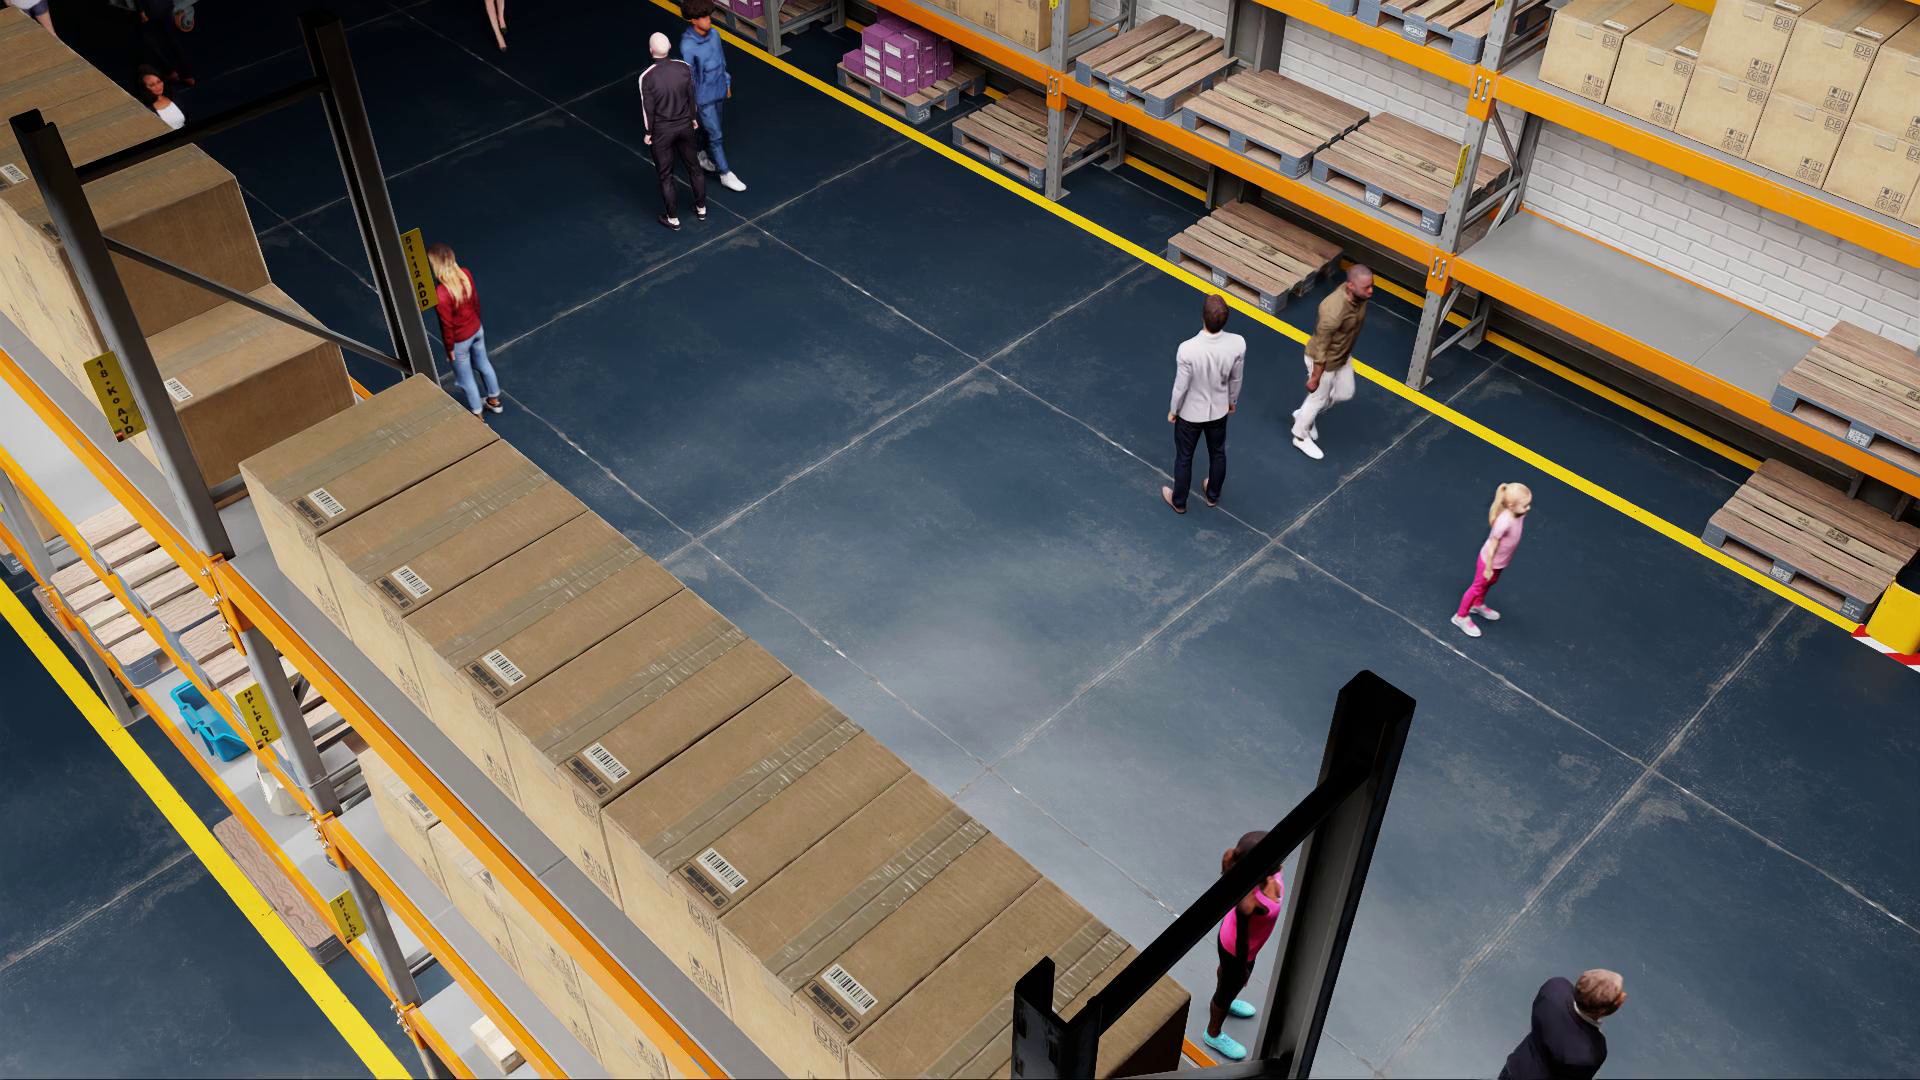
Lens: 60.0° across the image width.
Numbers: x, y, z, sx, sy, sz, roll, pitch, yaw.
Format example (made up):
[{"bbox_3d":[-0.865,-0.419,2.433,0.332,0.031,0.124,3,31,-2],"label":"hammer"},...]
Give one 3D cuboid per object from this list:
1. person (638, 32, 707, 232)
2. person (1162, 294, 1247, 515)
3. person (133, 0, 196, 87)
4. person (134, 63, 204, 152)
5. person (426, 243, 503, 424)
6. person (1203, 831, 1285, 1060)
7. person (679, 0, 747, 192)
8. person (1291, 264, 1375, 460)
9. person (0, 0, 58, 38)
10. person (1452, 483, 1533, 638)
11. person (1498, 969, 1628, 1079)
[{"bbox_3d":[-2.530,-3.599,14.650,0.705,1.837,0.628,-26,49,-25],"label":"person"},{"bbox_3d":[1.739,-0.957,11.865,0.766,1.853,0.766,-10,45,-10],"label":"person"},{"bbox_3d":[-7.941,-5.300,16.527,0.783,1.711,0.771,15,46,15],"label":"person"},{"bbox_3d":[-6.995,-3.485,14.696,0.811,1.608,0.771,19,47,19],"label":"person"},{"bbox_3d":[-3.779,-1.560,12.657,0.659,1.634,0.669,14,45,14],"label":"person"},{"bbox_3d":[1.478,2.096,8.753,0.668,1.725,0.638,14,45,14],"label":"person"},{"bbox_3d":[-2.367,-4.136,15.252,1.051,1.784,0.830,23,48,22],"label":"person"},{"bbox_3d":[2.690,-1.382,12.354,0.728,1.794,0.736,33,53,30],"label":"person"},{"bbox_3d":[-9.241,-5.331,16.523,0.636,1.761,0.598,31,52,29],"label":"person"},{"bbox_3d":[3.588,0.105,11.175,0.477,1.266,0.451,-34,53,-30],"label":"person"},{"bbox_3d":[2.810,2.614,8.164,1.164,1.787,1.207,-7,44,-8],"label":"person"}]
